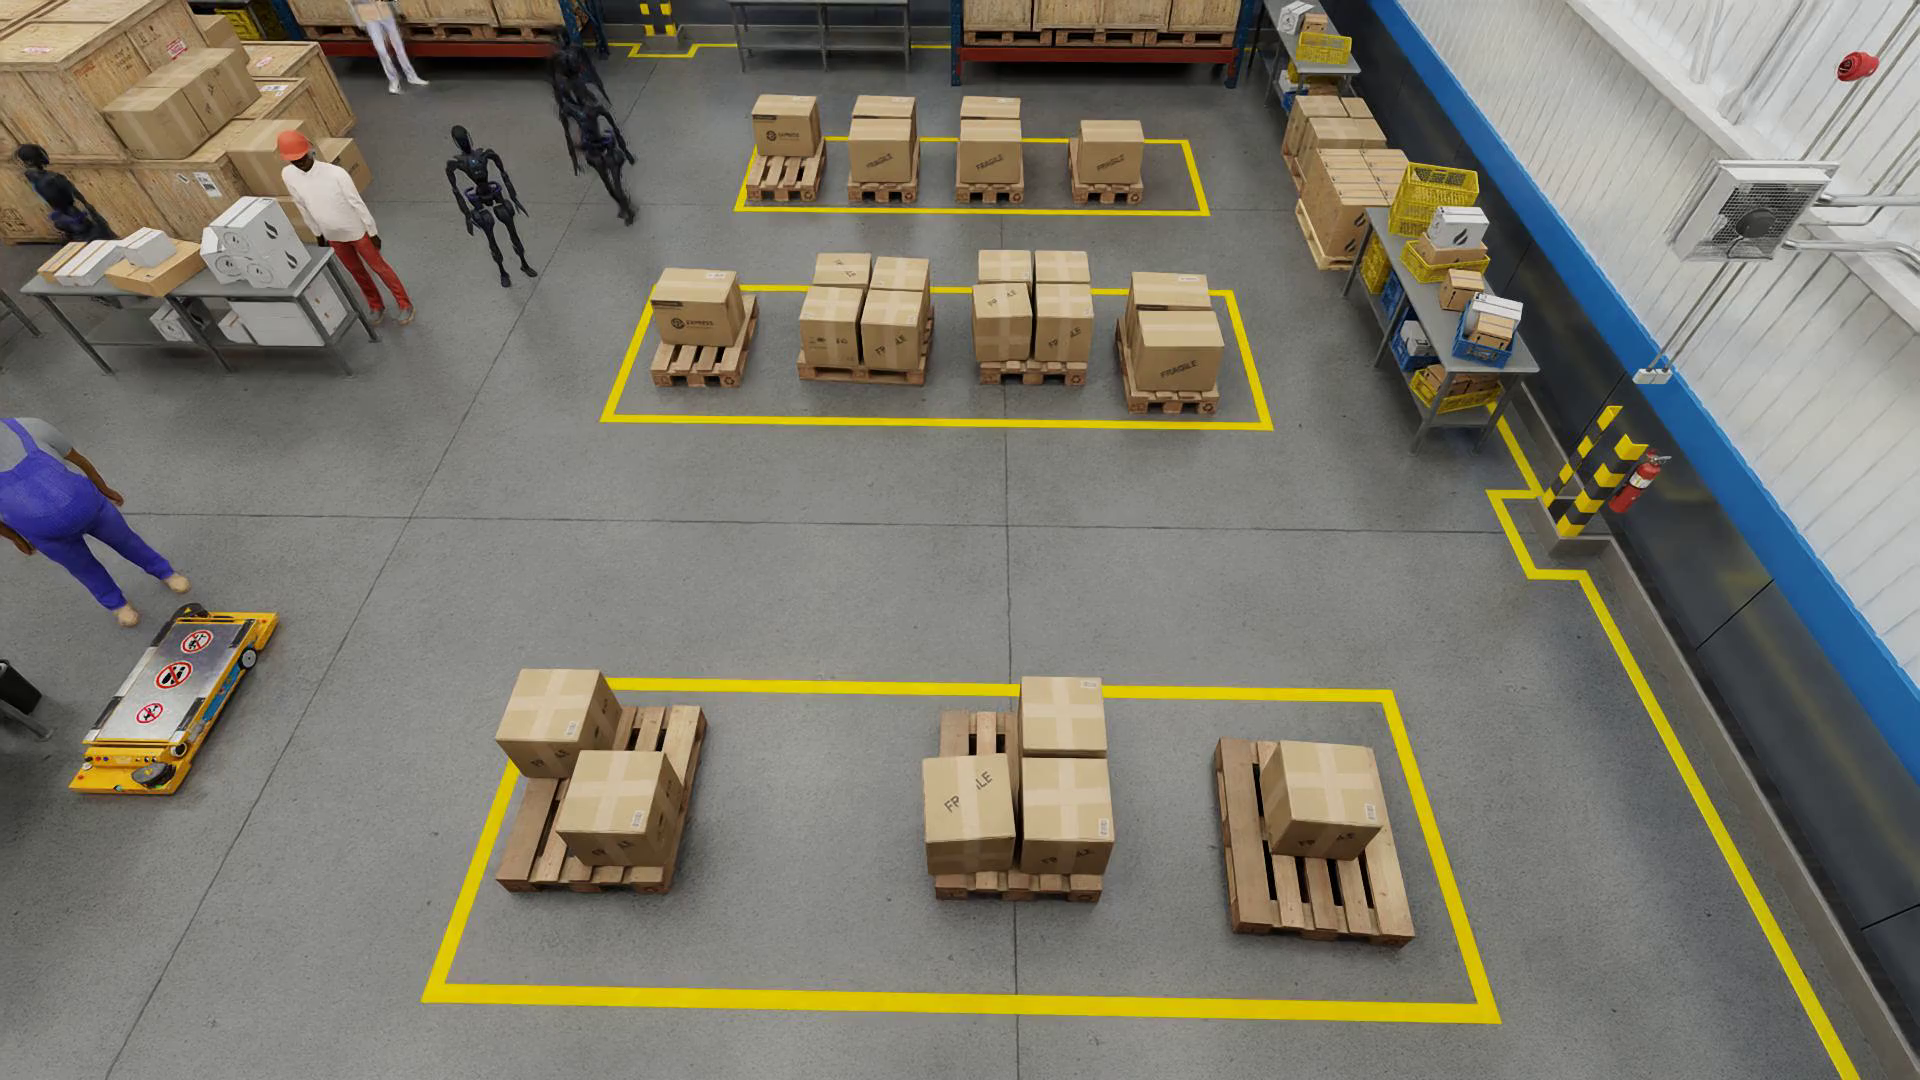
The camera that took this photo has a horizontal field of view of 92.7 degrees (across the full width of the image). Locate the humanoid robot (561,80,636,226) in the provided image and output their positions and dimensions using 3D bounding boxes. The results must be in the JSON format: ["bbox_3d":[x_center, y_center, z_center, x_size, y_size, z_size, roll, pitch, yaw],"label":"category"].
[{"bbox_3d":[-3.935,-4.258,10.057,0.593,1.625,0.559,3,50,2],"label":"humanoid robot"}]

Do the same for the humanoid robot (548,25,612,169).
[{"bbox_3d":[-4.579,-5.332,11.005,0.817,1.631,0.601,27,55,21],"label":"humanoid robot"}]

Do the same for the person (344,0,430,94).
[{"bbox_3d":[-7.764,-6.977,12.216,0.387,1.886,0.646,34,58,25],"label":"person"}]

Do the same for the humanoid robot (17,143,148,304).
[{"bbox_3d":[-8.696,-3.070,9.036,0.611,1.638,0.482,11,51,10],"label":"humanoid robot"}]

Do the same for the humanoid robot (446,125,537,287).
[{"bbox_3d":[-4.757,-3.383,9.297,0.604,1.657,0.322,-31,56,-23],"label":"humanoid robot"}]

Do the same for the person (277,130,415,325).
[{"bbox_3d":[-5.862,-2.929,8.725,0.618,1.987,0.402,0,50,0],"label":"person"}]

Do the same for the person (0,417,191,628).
[{"bbox_3d":[-6.245,-0.190,6.368,0.535,2.000,0.685,28,55,22],"label":"person"}]

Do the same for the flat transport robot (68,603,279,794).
[{"bbox_3d":[-5.504,1.072,6.442,0.652,0.197,1.431,1,50,1],"label":"flat transport robot"}]
